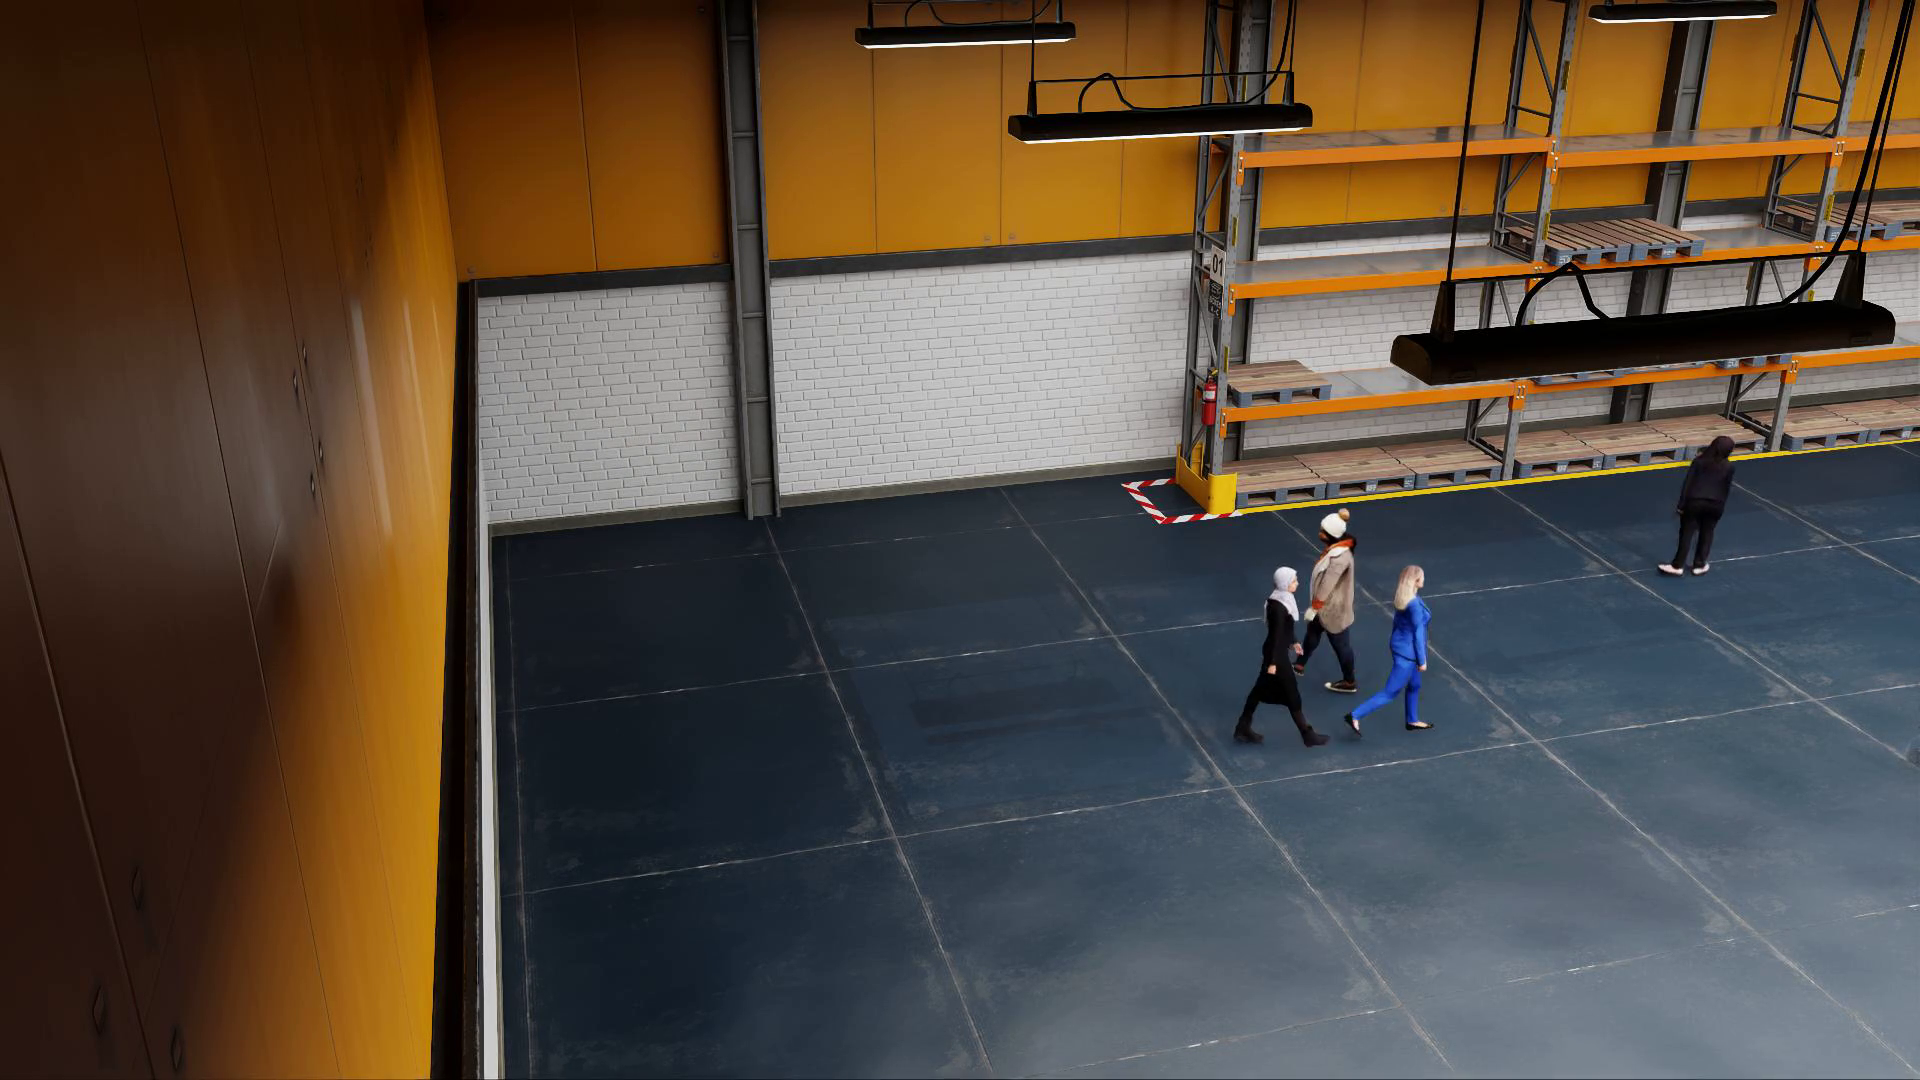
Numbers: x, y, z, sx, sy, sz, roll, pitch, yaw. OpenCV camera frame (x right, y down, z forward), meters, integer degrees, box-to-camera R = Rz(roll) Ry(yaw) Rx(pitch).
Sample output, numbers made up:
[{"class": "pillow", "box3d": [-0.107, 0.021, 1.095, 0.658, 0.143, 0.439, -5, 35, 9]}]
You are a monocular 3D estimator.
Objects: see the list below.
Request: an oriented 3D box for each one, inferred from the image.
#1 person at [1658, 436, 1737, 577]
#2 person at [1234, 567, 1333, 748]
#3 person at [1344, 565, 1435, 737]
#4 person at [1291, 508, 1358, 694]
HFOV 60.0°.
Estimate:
[{"class": "person", "box3d": [8.087, -0.359, 18.193, 0.744, 1.589, 0.940, -2, 24, -5]}, {"class": "person", "box3d": [2.735, 1.052, 14.776, 1.168, 1.742, 0.889, 3, 24, 8]}, {"class": "person", "box3d": [3.900, 1.038, 14.897, 1.165, 1.671, 0.803, 0, 24, -1]}, {"class": "person", "box3d": [3.634, 0.590, 15.674, 1.128, 1.868, 0.938, 4, 24, 10]}]
